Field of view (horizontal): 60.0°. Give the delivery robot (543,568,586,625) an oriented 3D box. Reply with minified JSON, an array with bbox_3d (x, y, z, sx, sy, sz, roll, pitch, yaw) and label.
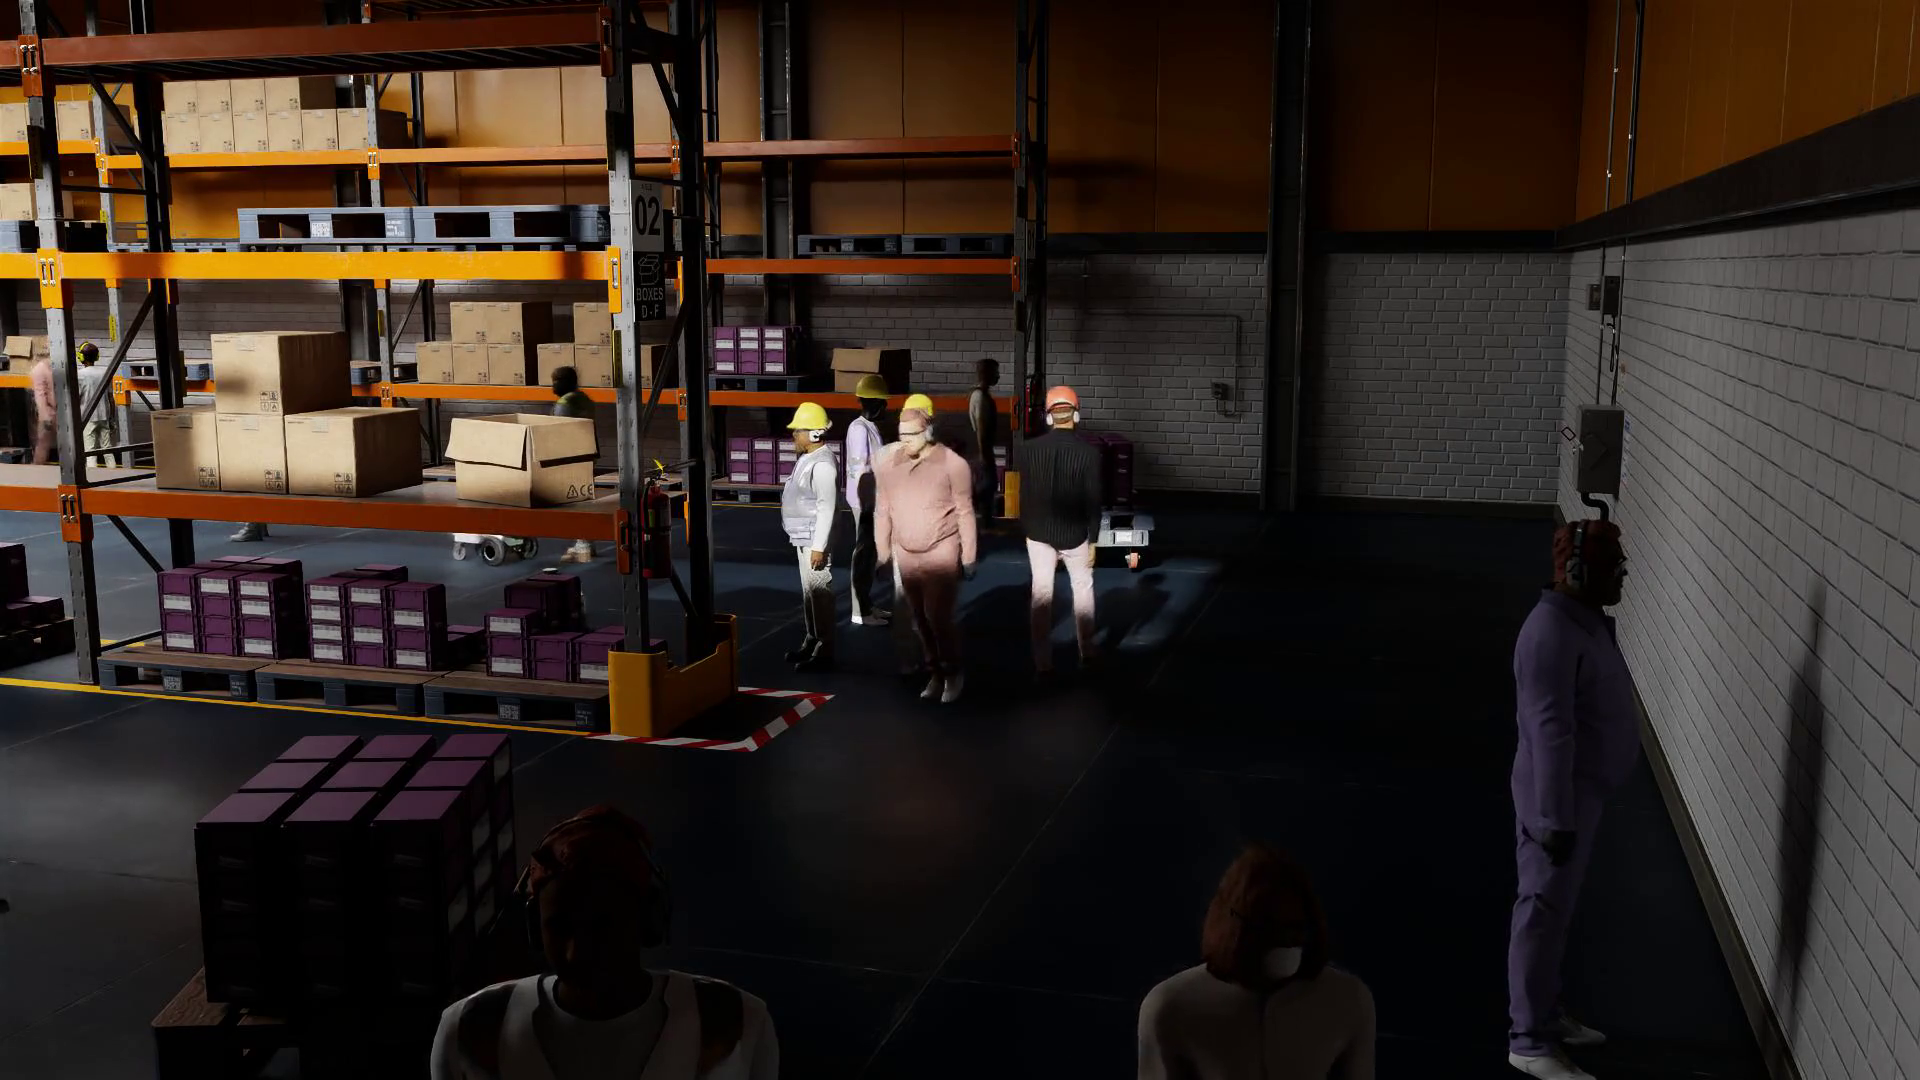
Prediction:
[{"bbox_3d":[-2.966,0.448,12.065,0.477,0.478,0.707,-5,11,-28],"label":"delivery robot"}]

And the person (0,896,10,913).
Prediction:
[{"bbox_3d":[-4.463,0.689,7.093,0.801,1.805,0.592,6,11,33],"label":"person"}]

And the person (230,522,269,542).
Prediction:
[{"bbox_3d":[-7.183,-0.954,16.661,0.404,1.945,0.615,-1,9,-8],"label":"person"}]

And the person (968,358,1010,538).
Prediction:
[{"bbox_3d":[0.215,-0.911,16.742,0.528,1.834,0.541,1,9,5],"label":"person"}]

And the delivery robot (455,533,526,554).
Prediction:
[{"bbox_3d":[-4.381,-0.118,15.519,0.707,0.478,0.477,5,11,30],"label":"delivery robot"}]

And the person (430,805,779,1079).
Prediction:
[{"bbox_3d":[-0.579,1.359,2.764,0.577,1.883,0.353,-1,9,-7],"label":"person"}]

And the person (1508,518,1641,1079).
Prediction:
[{"bbox_3d":[2.082,0.872,5.652,0.403,1.911,0.637,5,10,26],"label":"person"}]

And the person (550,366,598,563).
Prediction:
[{"bbox_3d":[-3.605,-0.699,15.507,0.434,1.824,0.633,1,9,7],"label":"person"}]

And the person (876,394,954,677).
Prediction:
[{"bbox_3d":[-0.269,-0.051,11.364,0.587,1.884,0.877,1,9,9],"label":"person"}]

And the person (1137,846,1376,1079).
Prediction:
[{"bbox_3d":[0.599,1.381,3.475,0.500,1.612,0.666,-1,9,-7],"label":"person"}]

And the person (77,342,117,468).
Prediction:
[{"bbox_3d":[-10.166,-1.387,19.524,0.328,1.877,0.513,6,11,33],"label":"person"}]

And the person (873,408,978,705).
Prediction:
[{"bbox_3d":[-0.237,0.099,10.509,0.647,1.876,0.580,5,11,28],"label":"person"}]

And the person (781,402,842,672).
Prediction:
[{"bbox_3d":[-1.013,-0.024,11.338,0.404,1.835,0.590,-3,10,-17],"label":"person"}]

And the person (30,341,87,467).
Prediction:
[{"bbox_3d":[-11.150,-1.553,20.611,1.002,1.848,0.666,3,10,18],"label":"person"}]

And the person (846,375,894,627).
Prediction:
[{"bbox_3d":[-0.684,-0.308,12.786,0.372,1.925,0.595,1,9,5],"label":"person"}]

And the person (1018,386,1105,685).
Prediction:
[{"bbox_3d":[0.687,-0.047,11.128,0.608,1.946,0.847,3,10,18],"label":"person"}]
